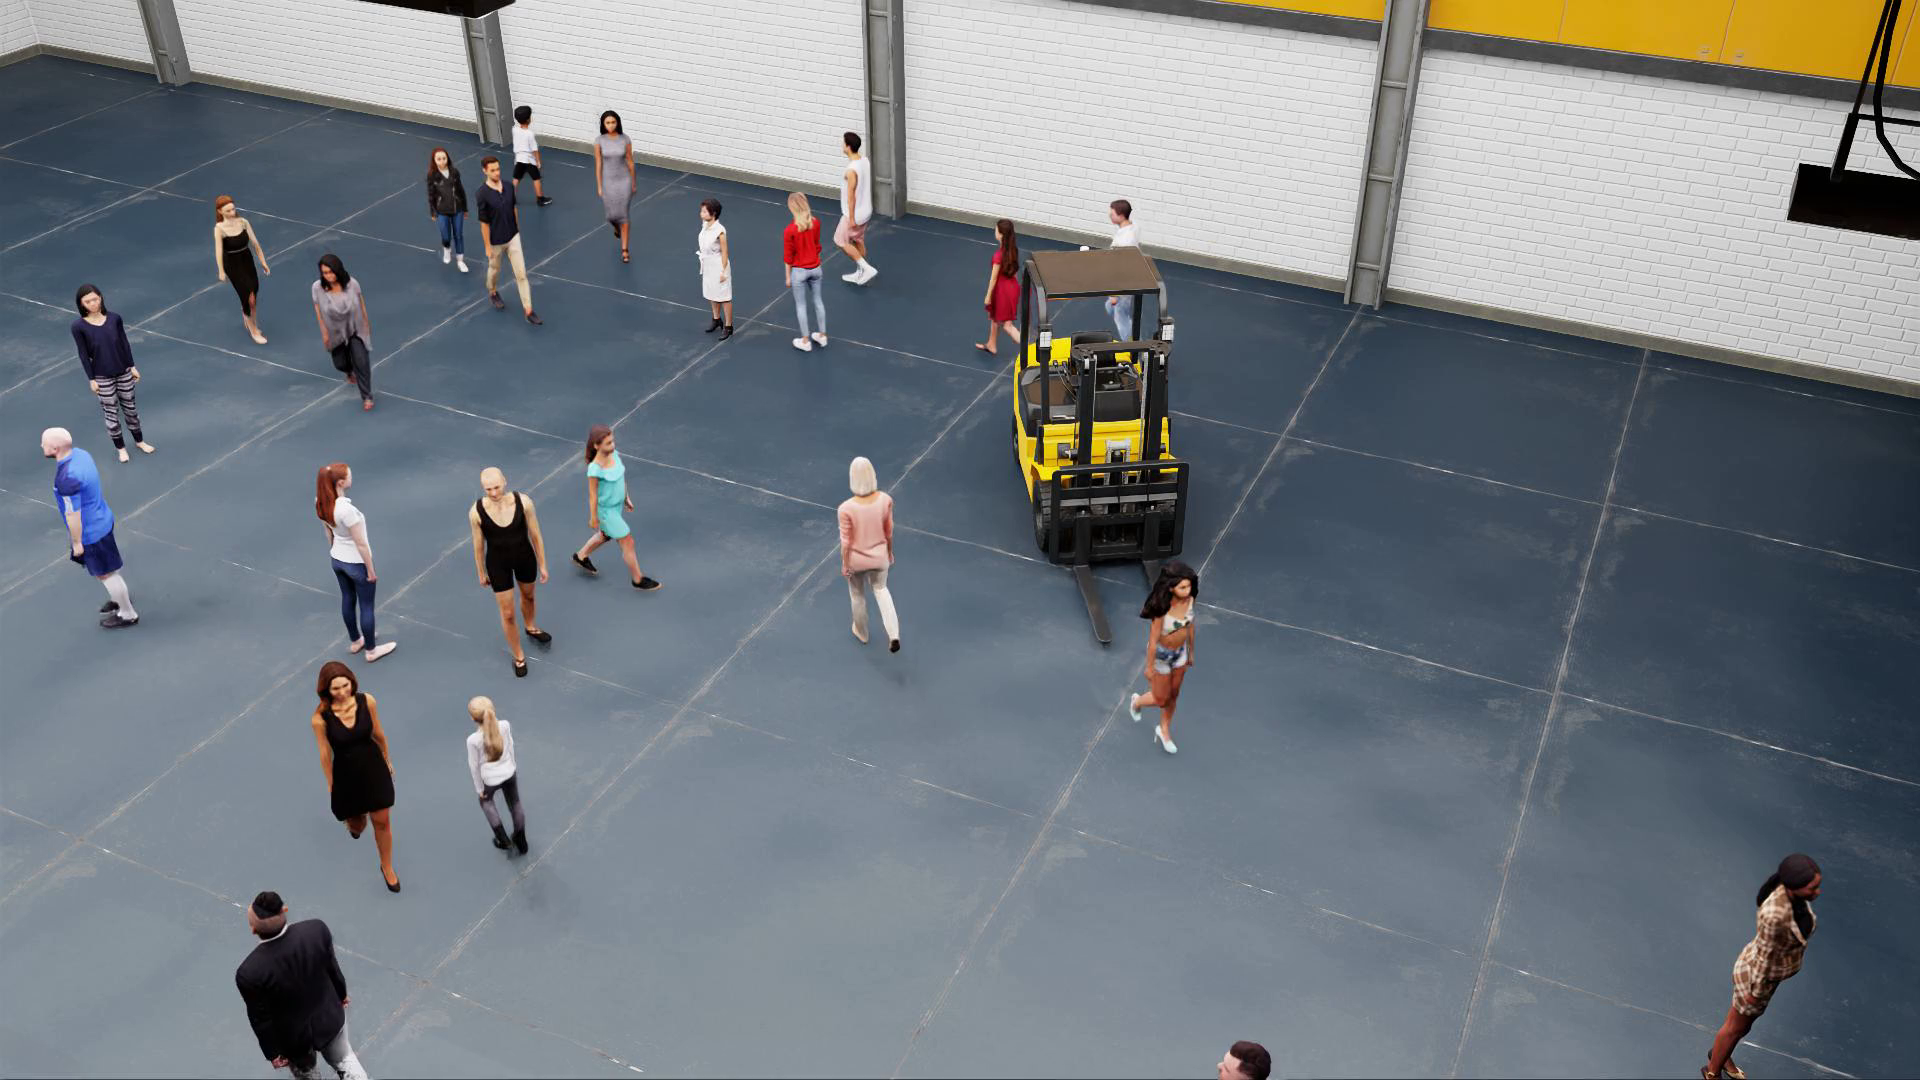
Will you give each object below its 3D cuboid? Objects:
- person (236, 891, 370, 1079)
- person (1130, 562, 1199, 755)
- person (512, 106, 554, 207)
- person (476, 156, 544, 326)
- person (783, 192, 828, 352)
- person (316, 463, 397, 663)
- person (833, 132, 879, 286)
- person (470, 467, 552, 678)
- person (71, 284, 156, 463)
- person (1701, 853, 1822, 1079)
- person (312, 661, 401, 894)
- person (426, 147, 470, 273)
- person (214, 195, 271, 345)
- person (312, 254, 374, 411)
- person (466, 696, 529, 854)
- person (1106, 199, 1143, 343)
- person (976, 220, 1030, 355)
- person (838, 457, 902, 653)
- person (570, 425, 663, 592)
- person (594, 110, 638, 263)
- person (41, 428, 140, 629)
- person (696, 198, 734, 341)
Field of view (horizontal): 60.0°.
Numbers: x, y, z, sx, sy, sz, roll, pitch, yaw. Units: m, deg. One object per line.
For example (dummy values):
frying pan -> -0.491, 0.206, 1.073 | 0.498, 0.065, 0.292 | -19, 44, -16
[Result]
person -> -3.461, 2.611, 8.940 | 1.149, 1.937, 0.916 | 26, 42, 34
person -> 1.439, 0.819, 11.930 | 0.726, 1.613, 0.820 | -24, 41, -32
person -> -5.376, -4.759, 20.649 | 0.554, 1.251, 0.741 | 12, 36, 18
person -> -4.970, -3.243, 17.858 | 0.983, 1.814, 1.287 | -27, 42, -34
person -> -1.608, -2.785, 17.272 | 0.690, 1.701, 0.684 | -23, 40, -31
person -> -4.695, 0.178, 12.782 | 0.497, 1.737, 0.647 | 19, 38, 26
person -> -1.087, -3.646, 18.500 | 0.717, 1.775, 0.625 | 14, 36, 20
person -> -3.445, 0.145, 12.788 | 0.912, 1.786, 0.987 | -18, 37, -24
person -> -7.877, -1.572, 15.418 | 0.670, 1.733, 0.639 | -27, 42, -35
person -> 4.484, 2.442, 9.324 | 0.635, 1.795, 0.642 | 26, 41, 33
person -> -3.893, 1.495, 10.722 | 0.785, 1.824, 0.925 | -25, 41, -32
person -> -5.857, -3.798, 18.999 | 0.751, 1.477, 0.823 | -17, 37, -24
person -> -7.632, -2.892, 17.524 | 0.750, 1.600, 0.612 | 19, 38, 26
person -> -6.038, -2.100, 16.346 | 0.955, 1.586, 1.002 | -10, 35, -15
person -> -3.046, 1.606, 11.057 | 0.573, 1.268, 0.618 | -20, 38, -27
person -> 1.759, -2.575, 16.841 | 0.743, 1.827, 0.760 | 10, 35, 15
person -> 0.510, -2.508, 17.010 | 1.010, 1.530, 0.575 | 17, 37, 24
person -> -0.688, 0.166, 12.822 | 0.900, 1.711, 0.996 | -16, 37, -23
person -> -2.949, -0.272, 13.649 | 1.107, 1.526, 0.668 | 9, 35, 13
person -> -3.968, -4.105, 19.195 | 0.849, 1.770, 0.896 | -8, 35, -12
person -> -6.769, -0.103, 13.116 | 0.851, 1.834, 0.802 | -9, 35, -13
person -> -2.573, -2.875, 17.539 | 0.694, 1.556, 0.586 | -24, 40, -31
